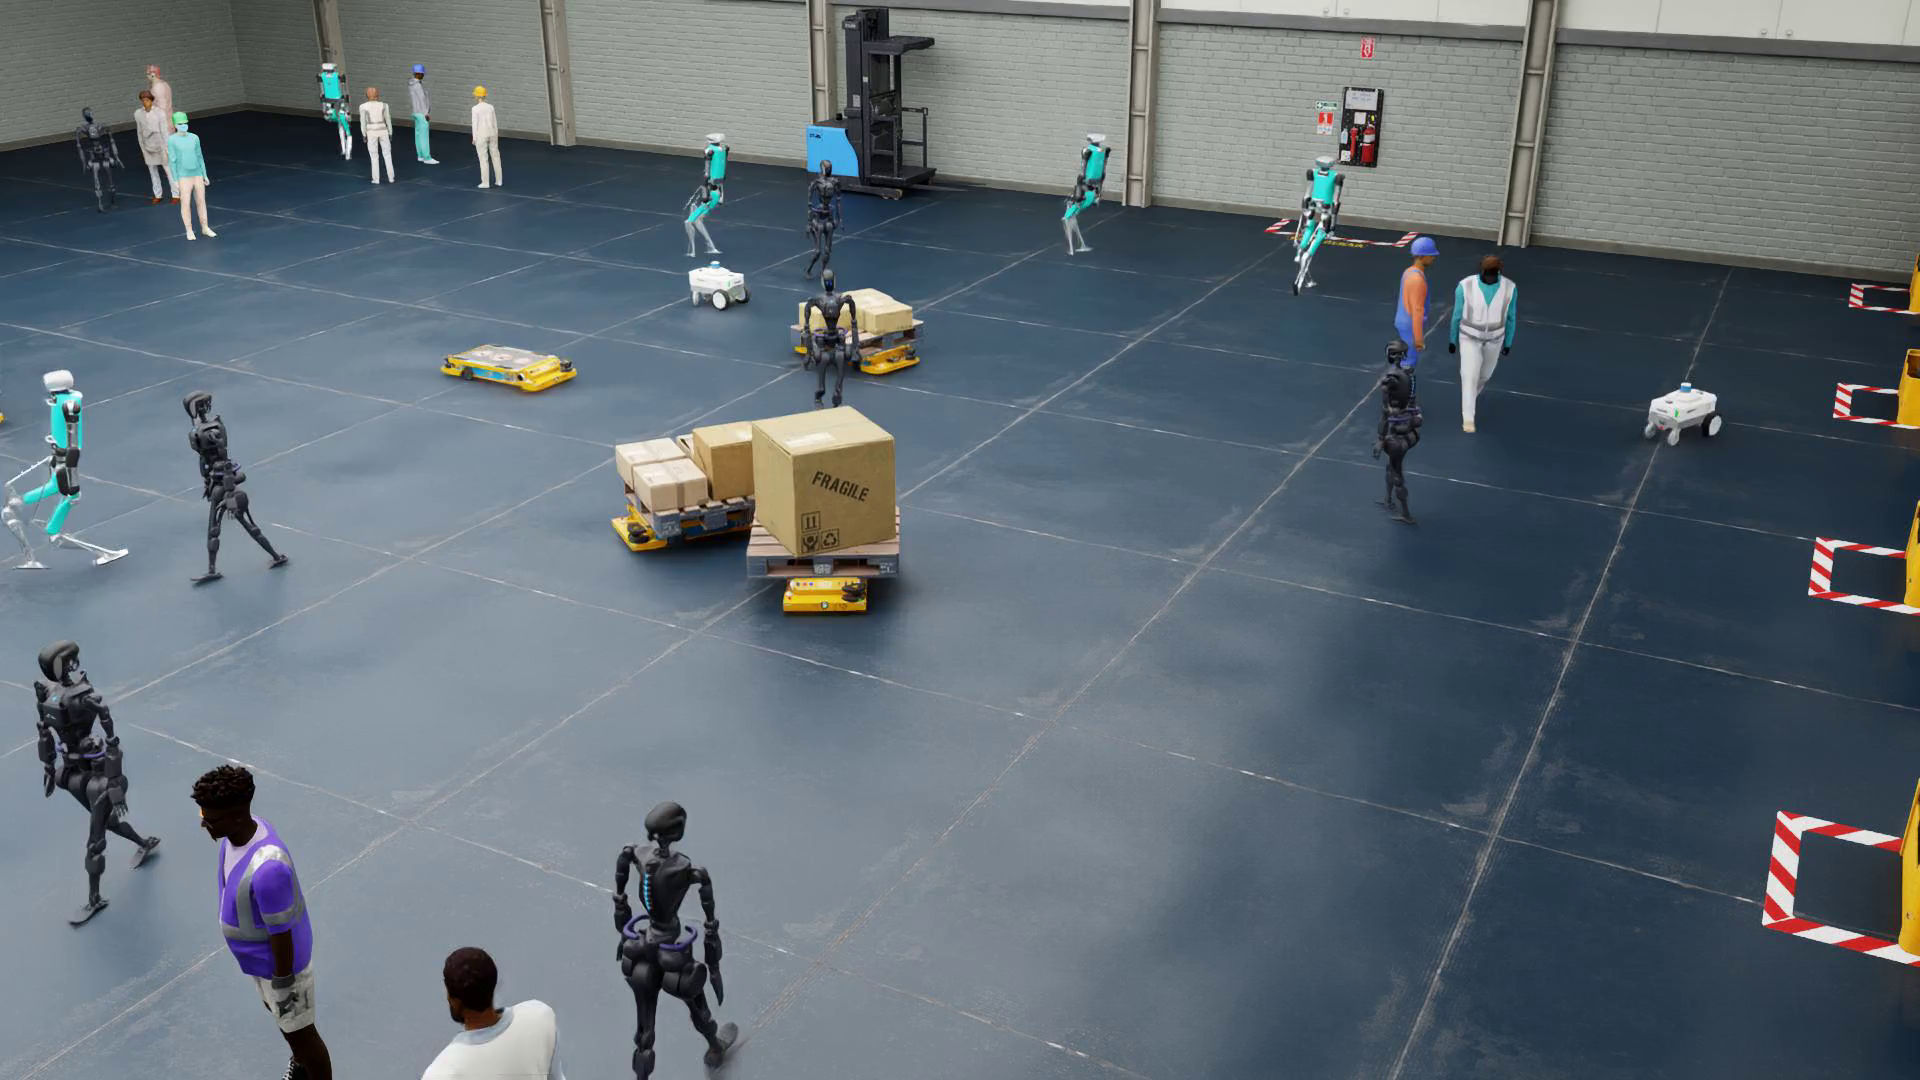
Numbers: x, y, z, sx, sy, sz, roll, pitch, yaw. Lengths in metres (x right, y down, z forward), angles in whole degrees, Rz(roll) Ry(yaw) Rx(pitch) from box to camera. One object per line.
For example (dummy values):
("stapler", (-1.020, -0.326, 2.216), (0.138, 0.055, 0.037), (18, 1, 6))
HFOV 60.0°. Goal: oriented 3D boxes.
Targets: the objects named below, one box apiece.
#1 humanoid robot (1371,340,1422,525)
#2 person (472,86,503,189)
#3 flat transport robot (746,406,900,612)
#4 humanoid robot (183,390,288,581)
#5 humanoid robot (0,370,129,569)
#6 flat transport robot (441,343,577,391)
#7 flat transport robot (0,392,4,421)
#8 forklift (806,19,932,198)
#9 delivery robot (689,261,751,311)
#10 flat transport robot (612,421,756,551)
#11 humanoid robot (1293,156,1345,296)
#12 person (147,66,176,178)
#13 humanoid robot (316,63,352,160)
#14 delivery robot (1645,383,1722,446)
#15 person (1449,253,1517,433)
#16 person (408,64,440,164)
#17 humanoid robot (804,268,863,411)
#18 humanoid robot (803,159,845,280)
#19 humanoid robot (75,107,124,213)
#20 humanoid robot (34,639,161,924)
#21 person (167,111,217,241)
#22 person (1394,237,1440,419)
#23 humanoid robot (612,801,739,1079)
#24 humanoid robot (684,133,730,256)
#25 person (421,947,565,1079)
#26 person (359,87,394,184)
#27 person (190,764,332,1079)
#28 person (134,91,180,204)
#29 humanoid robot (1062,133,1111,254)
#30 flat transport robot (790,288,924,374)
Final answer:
("humanoid robot", (3.847, -0.958, 14.625), (0.533, 1.640, 0.602), (21, 31, 40))
("person", (-8.065, -6.846, 28.290), (0.312, 1.697, 0.481), (21, 31, 39))
("flat transport robot", (-1.100, 0.209, 13.676), (0.659, 0.231, 1.431), (-1, 23, -2))
("humanoid robot", (-5.963, -0.449, 13.487), (0.761, 1.622, 0.592), (-21, 31, -40))
("humanoid robot", (-7.435, -0.451, 13.424), (1.027, 1.762, 0.538), (-16, 28, -33))
("flat transport robot", (-5.078, -1.941, 18.682), (1.431, 0.231, 0.659), (12, 26, 27))
("flat transport robot", (-10.700, -1.268, 17.115), (1.431, 0.231, 0.659), (7, 24, 15))
("forklift", (-1.573, -7.292, 27.850), (1.873, 2.768, 1.129), (12, 26, 25))
("delivery robot", (-3.107, -3.274, 21.446), (0.785, 0.614, 0.500), (14, 27, 29))
("flat transport robot", (-2.303, -0.224, 14.685), (1.431, 0.231, 0.659), (-11, 26, -24))
("humanoid robot", (4.586, -4.100, 21.890), (0.556, 1.797, 0.919), (18, 29, 35))
("person", (-13.984, -7.341, 29.181), (0.402, 1.908, 0.641), (-6, 24, -14))
("humanoid robot", (-11.491, -7.948, 30.844), (0.538, 1.803, 0.796), (1, 23, 1))
("delivery robot", (7.318, -1.287, 16.820), (0.796, 0.613, 0.499), (-15, 28, -31))
("person", (5.339, -2.075, 17.063), (0.629, 1.802, 0.873), (2, 23, 4))
("person", (-9.828, -7.768, 30.349), (0.362, 1.770, 0.532), (-15, 27, -30))
("humanoid robot", (-1.318, -1.995, 17.039), (0.610, 1.644, 0.479), (-6, 24, -14))
("humanoid robot", (-1.853, -4.328, 22.470), (0.613, 1.642, 0.409), (-19, 30, -37))
("humanoid robot", (-13.731, -6.076, 26.568), (0.616, 1.641, 0.626), (-13, 27, -28))
("humanoid robot", (-4.933, 1.292, 9.433), (0.602, 1.628, 0.783), (8, 25, 19))
("person", (-11.471, -5.425, 24.759), (0.350, 1.874, 0.512), (20, 30, 39))
("person", (4.683, -2.177, 17.157), (0.389, 1.906, 0.548), (1, 23, 3))
("humanoid robot", (-1.392, 1.940, 7.919), (0.607, 1.626, 0.764), (10, 25, 21))
("humanoid robot", (-3.698, -4.935, 23.827), (0.816, 1.795, 0.531), (10, 25, 22))
("person", (-1.715, 2.445, 6.463), (1.019, 1.863, 0.622), (18, 29, 36))
("person", (-10.027, -6.962, 28.641), (0.519, 1.634, 0.312), (-13, 26, -27))
("person", (-3.176, 1.886, 7.642), (0.382, 1.957, 0.601), (-17, 29, -35))
("person", (-13.087, -6.385, 27.073), (0.497, 1.823, 0.370), (-1, 23, -2))
("humanoid robot", (1.723, -4.965, 23.856), (0.533, 1.759, 0.789), (-21, 31, -40))
("flat transport robot", (-1.198, -2.204, 19.295), (1.431, 0.231, 0.659), (20, 30, 39))
